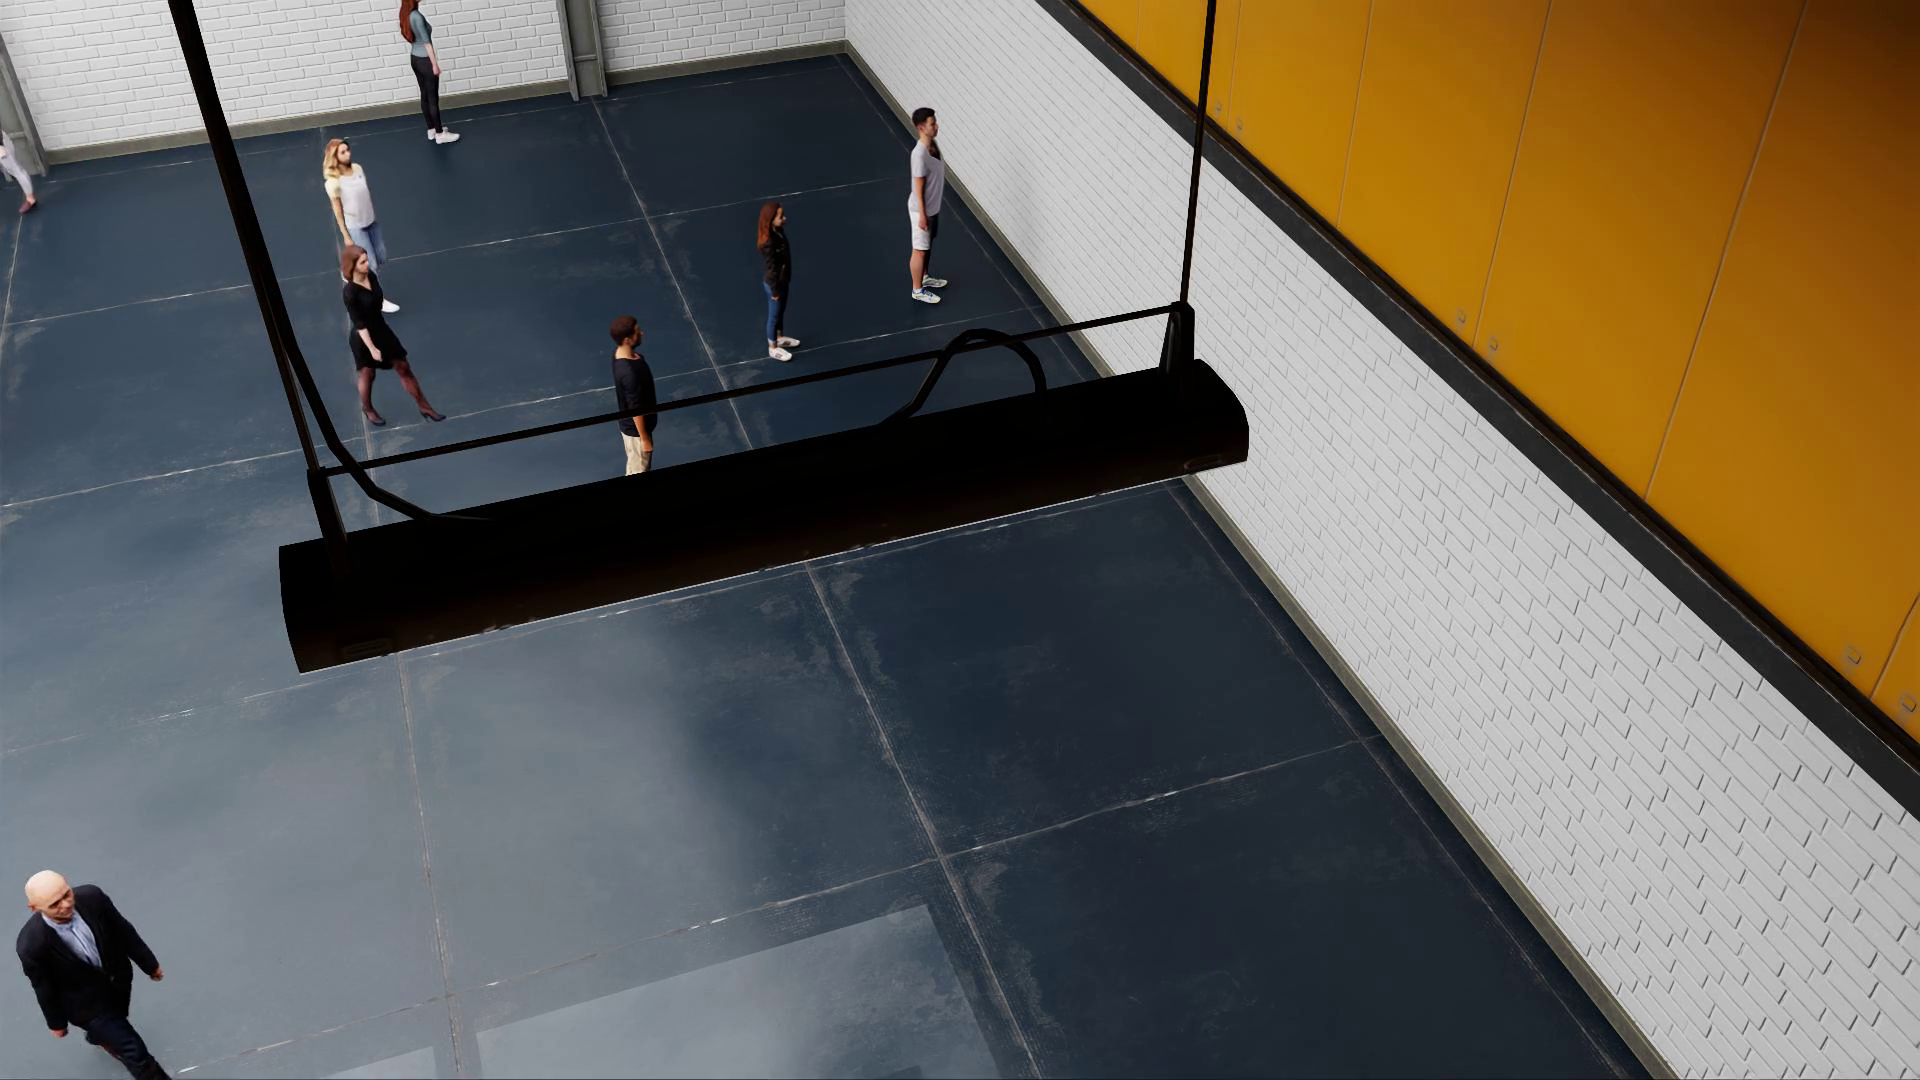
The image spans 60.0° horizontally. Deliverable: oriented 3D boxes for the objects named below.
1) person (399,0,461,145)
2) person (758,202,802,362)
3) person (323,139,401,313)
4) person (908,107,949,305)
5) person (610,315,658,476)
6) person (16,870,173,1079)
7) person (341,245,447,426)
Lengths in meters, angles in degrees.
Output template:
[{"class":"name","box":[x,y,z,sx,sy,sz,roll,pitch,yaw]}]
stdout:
[{"class":"person","box":[-5.759,-5.127,17.879,0.652,1.743,0.649,-28,46,-30]},{"class":"person","box":[-1.608,-2.284,14.529,0.638,1.481,0.625,4,39,5]},{"class":"person","box":[-5.499,-2.826,15.022,0.942,1.712,0.872,13,40,16]},{"class":"person","box":[-0.317,-3.086,15.234,0.770,1.854,0.762,8,39,10]},{"class":"person","box":[-2.427,-0.857,12.445,0.555,1.851,0.641,-11,40,-13]},{"class":"person","box":[-4.498,2.281,8.586,1.265,1.764,1.219,17,42,20]},{"class":"person","box":[-4.867,-1.630,13.551,1.056,1.679,0.937,10,40,13]}]
